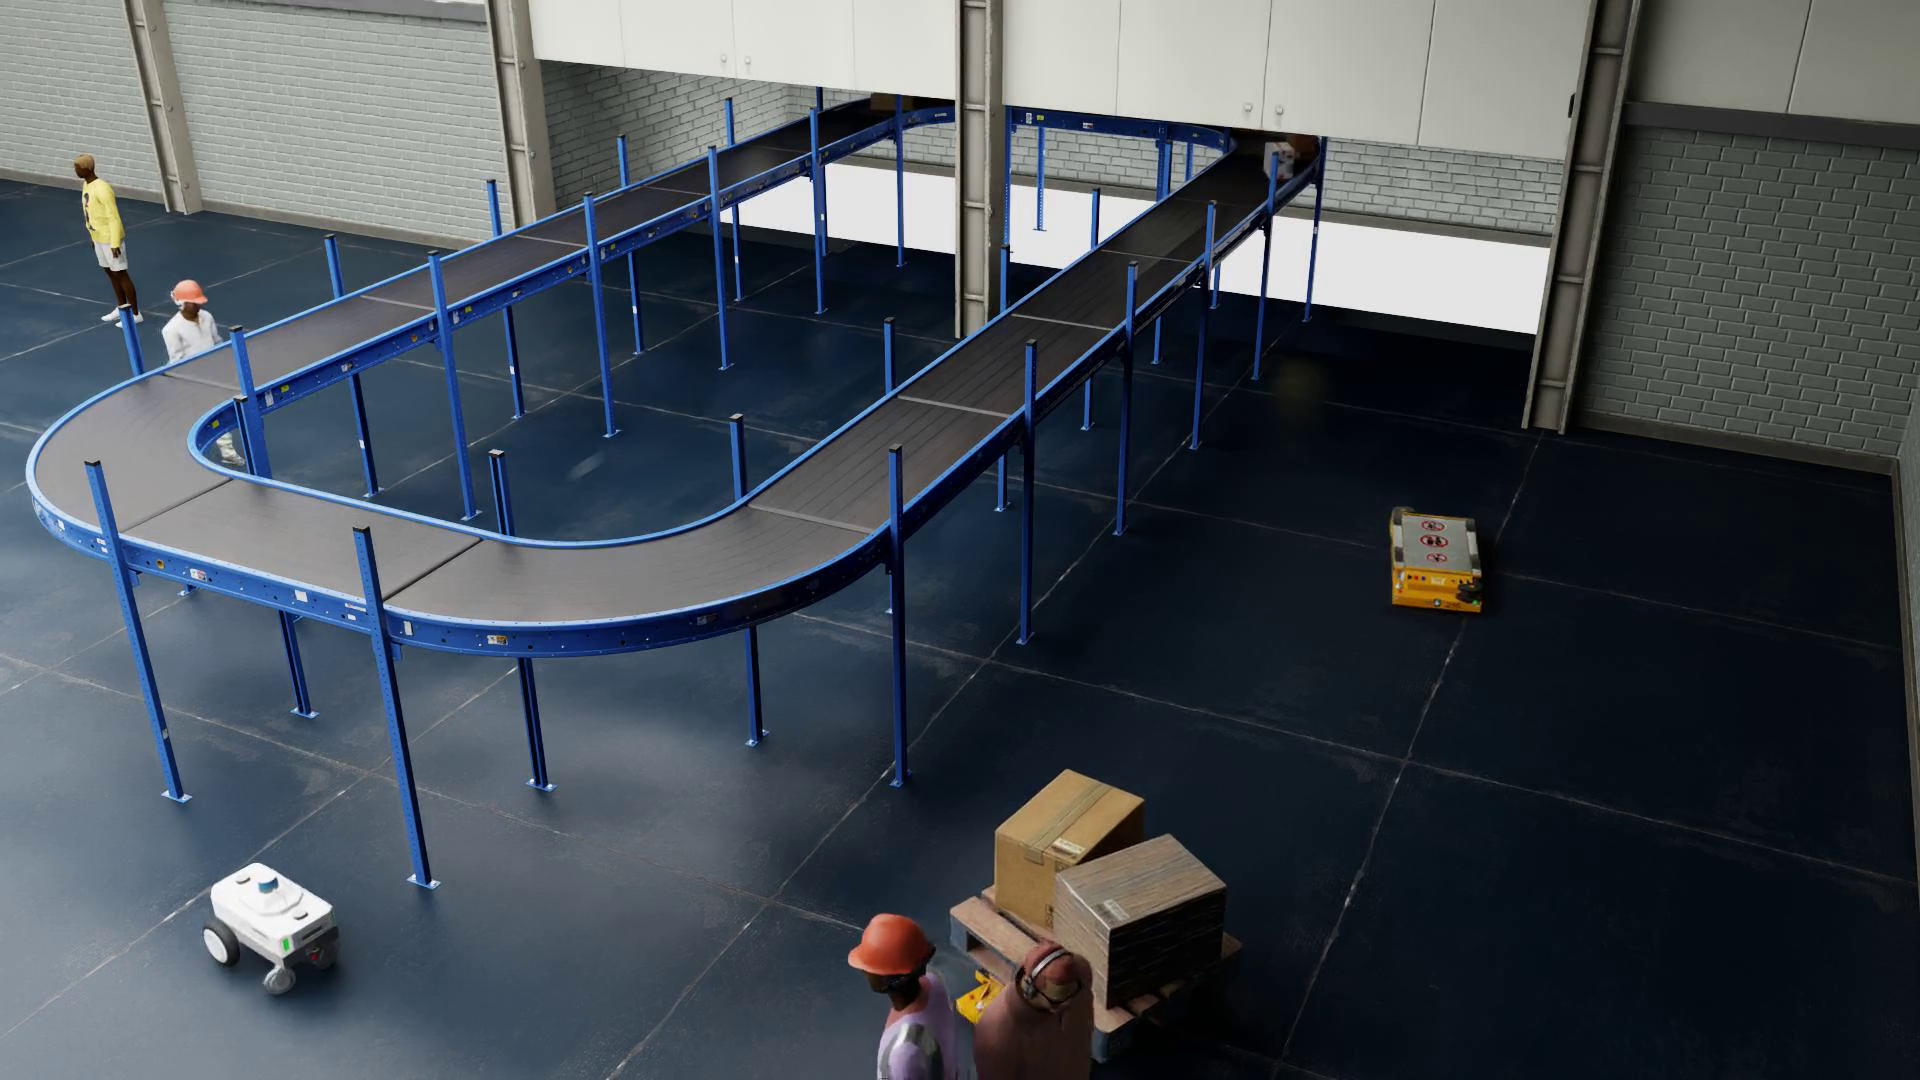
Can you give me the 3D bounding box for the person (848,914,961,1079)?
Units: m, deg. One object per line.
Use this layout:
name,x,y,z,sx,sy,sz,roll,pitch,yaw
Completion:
person,-0.274,2.359,6.761,0.865,2.006,0.616,5,27,10

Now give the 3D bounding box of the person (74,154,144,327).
person,-9.379,-3.299,18.290,0.556,1.898,0.357,22,34,37

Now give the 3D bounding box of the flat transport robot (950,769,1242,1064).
flat transport robot,0.716,2.290,8.861,1.431,0.231,0.659,-20,33,-35

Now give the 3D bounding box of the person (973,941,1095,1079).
person,0.356,2.359,6.932,0.700,1.866,0.443,-21,33,-36

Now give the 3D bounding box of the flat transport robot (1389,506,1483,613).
flat transport robot,3.757,0.143,13.188,0.659,0.231,1.431,5,27,11

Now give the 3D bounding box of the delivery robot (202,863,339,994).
delivery robot,-3.737,2.063,9.017,0.783,0.612,0.520,17,31,31

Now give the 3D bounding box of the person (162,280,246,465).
person,-6.696,-1.459,14.759,0.406,1.735,0.574,6,27,13
